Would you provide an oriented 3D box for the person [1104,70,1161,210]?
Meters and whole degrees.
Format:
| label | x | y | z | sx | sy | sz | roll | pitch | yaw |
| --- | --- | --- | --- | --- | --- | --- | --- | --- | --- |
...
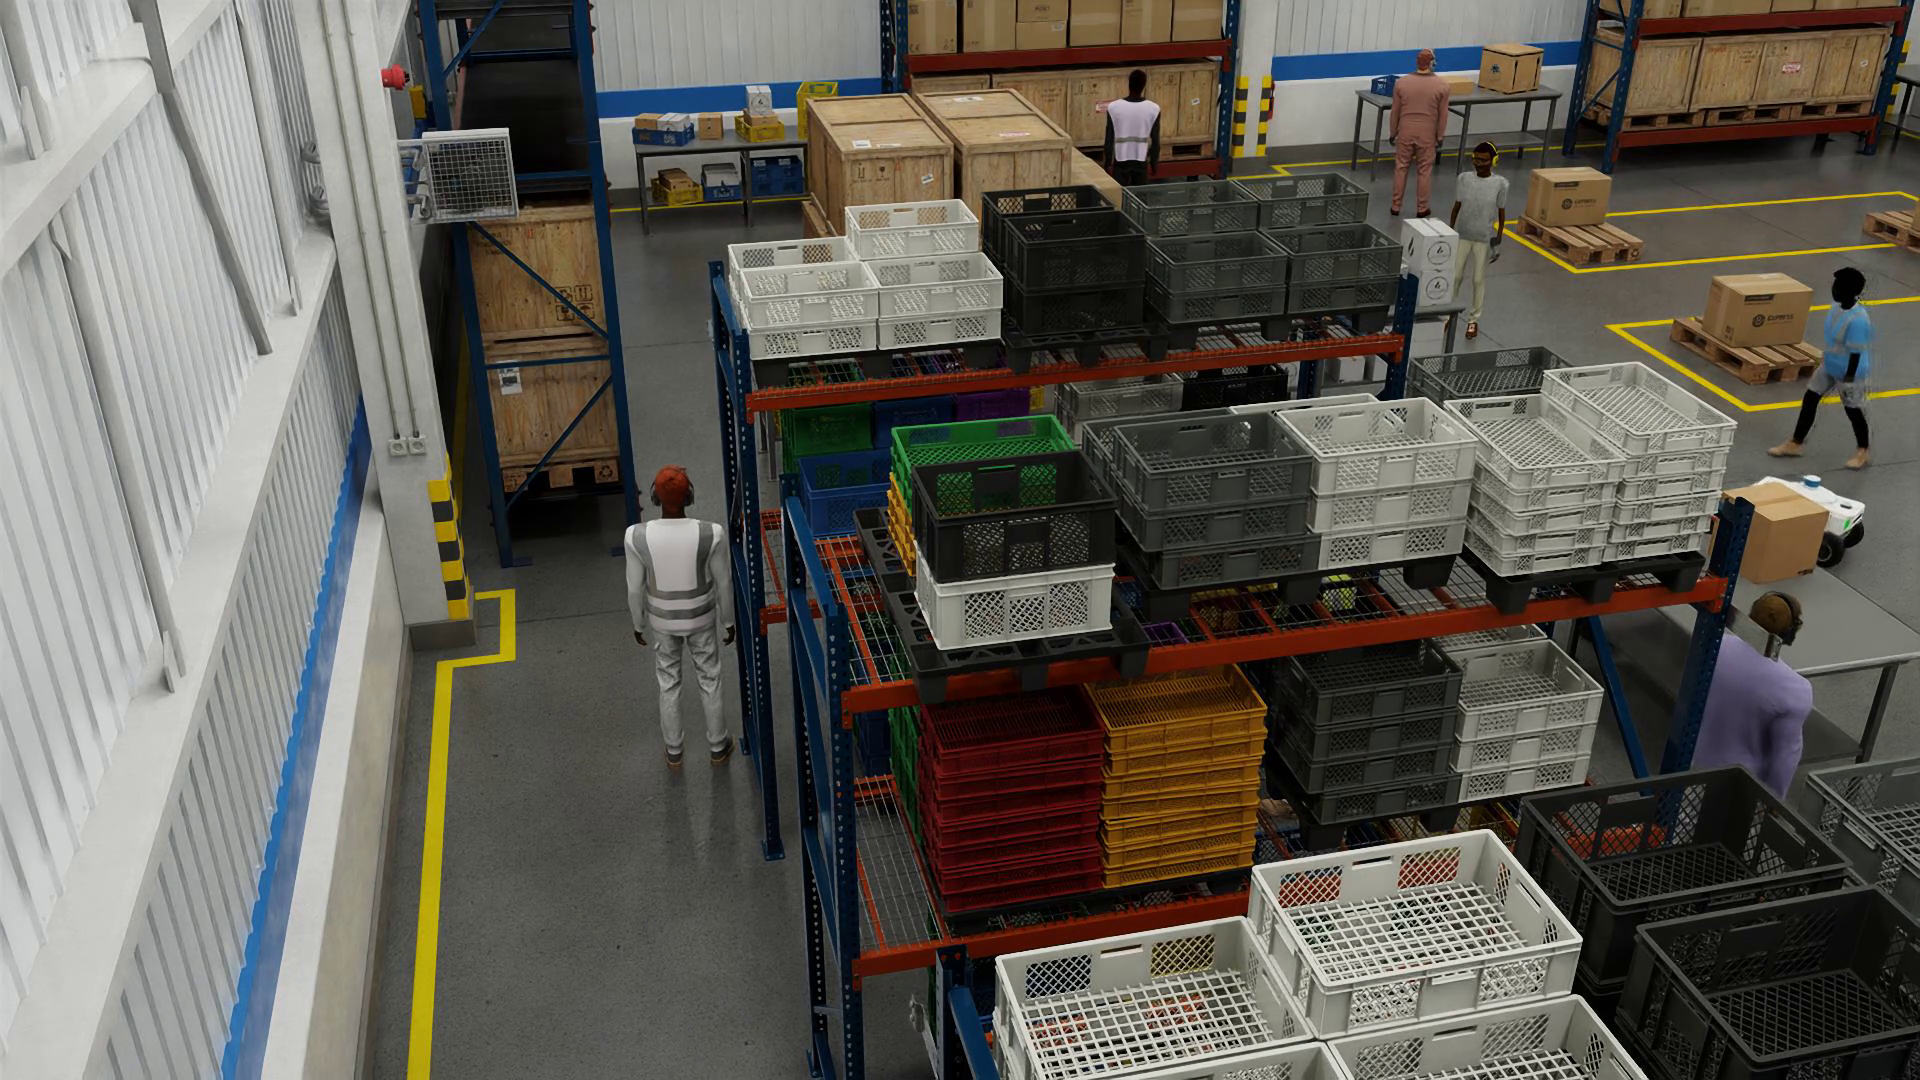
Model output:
| label | x | y | z | sx | sy | sz | roll | pitch | yaw |
| --- | --- | --- | --- | --- | --- | --- | --- | --- | --- |
| person | 1.872 | -4.147 | 18.151 | 0.601 | 1.907 | 0.419 | -1 | 28 | -2 |

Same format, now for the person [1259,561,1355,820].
| label | x | y | z | sx | sy | sz | roll | pitch | yaw |
| --- | --- | --- | --- | --- | --- | --- | --- | --- | --- |
| person | 1.883 | 0.680 | 9.062 | 0.429 | 1.838 | 0.621 | 11 | 30 | 20 |

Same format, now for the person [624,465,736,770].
| label | x | y | z | sx | sy | sz | roll | pitch | yaw |
| --- | --- | --- | --- | --- | --- | --- | --- | --- | --- |
| person | -1.567 | 0.452 | 9.440 | 0.585 | 1.883 | 0.340 | -2 | 28 | -4 |

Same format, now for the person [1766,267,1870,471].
| label | x | y | z | sx | sy | sz | roll | pitch | yaw |
| --- | --- | --- | --- | --- | --- | --- | --- | --- | --- |
| person | 7.002 | -1.350 | 13.126 | 0.744 | 1.642 | 0.542 | 0 | 28 | 0 |

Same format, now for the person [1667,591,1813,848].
| label | x | y | z | sx | sy | sz | roll | pitch | yaw |
| --- | --- | --- | --- | --- | --- | --- | --- | --- | --- |
| person | 3.778 | 1.112 | 8.142 | 0.363 | 1.932 | 0.630 | -14 | 31 | -25 |

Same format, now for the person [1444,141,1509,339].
| label | x | y | z | sx | sy | sz | roll | pitch | yaw |
| --- | --- | --- | --- | --- | --- | --- | --- | --- | --- |
| person | 4.843 | -2.829 | 15.681 | 0.536 | 1.869 | 0.312 | 16 | 32 | 28 |

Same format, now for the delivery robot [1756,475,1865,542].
| label | x | y | z | sx | sy | sz | roll | pitch | yaw |
| --- | --- | --- | --- | --- | --- | --- | --- | --- | --- |
| delivery robot | 6.132 | -0.235 | 12.063 | 0.707 | 0.478 | 0.477 | 24 | 36 | 38 |

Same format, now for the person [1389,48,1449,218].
| label | x | y | z | sx | sy | sz | roll | pitch | yaw |
| --- | --- | --- | --- | --- | --- | --- | --- | --- | --- |
| person | 5.271 | -4.687 | 19.172 | 0.643 | 1.905 | 0.400 | 12 | 30 | 21 |
